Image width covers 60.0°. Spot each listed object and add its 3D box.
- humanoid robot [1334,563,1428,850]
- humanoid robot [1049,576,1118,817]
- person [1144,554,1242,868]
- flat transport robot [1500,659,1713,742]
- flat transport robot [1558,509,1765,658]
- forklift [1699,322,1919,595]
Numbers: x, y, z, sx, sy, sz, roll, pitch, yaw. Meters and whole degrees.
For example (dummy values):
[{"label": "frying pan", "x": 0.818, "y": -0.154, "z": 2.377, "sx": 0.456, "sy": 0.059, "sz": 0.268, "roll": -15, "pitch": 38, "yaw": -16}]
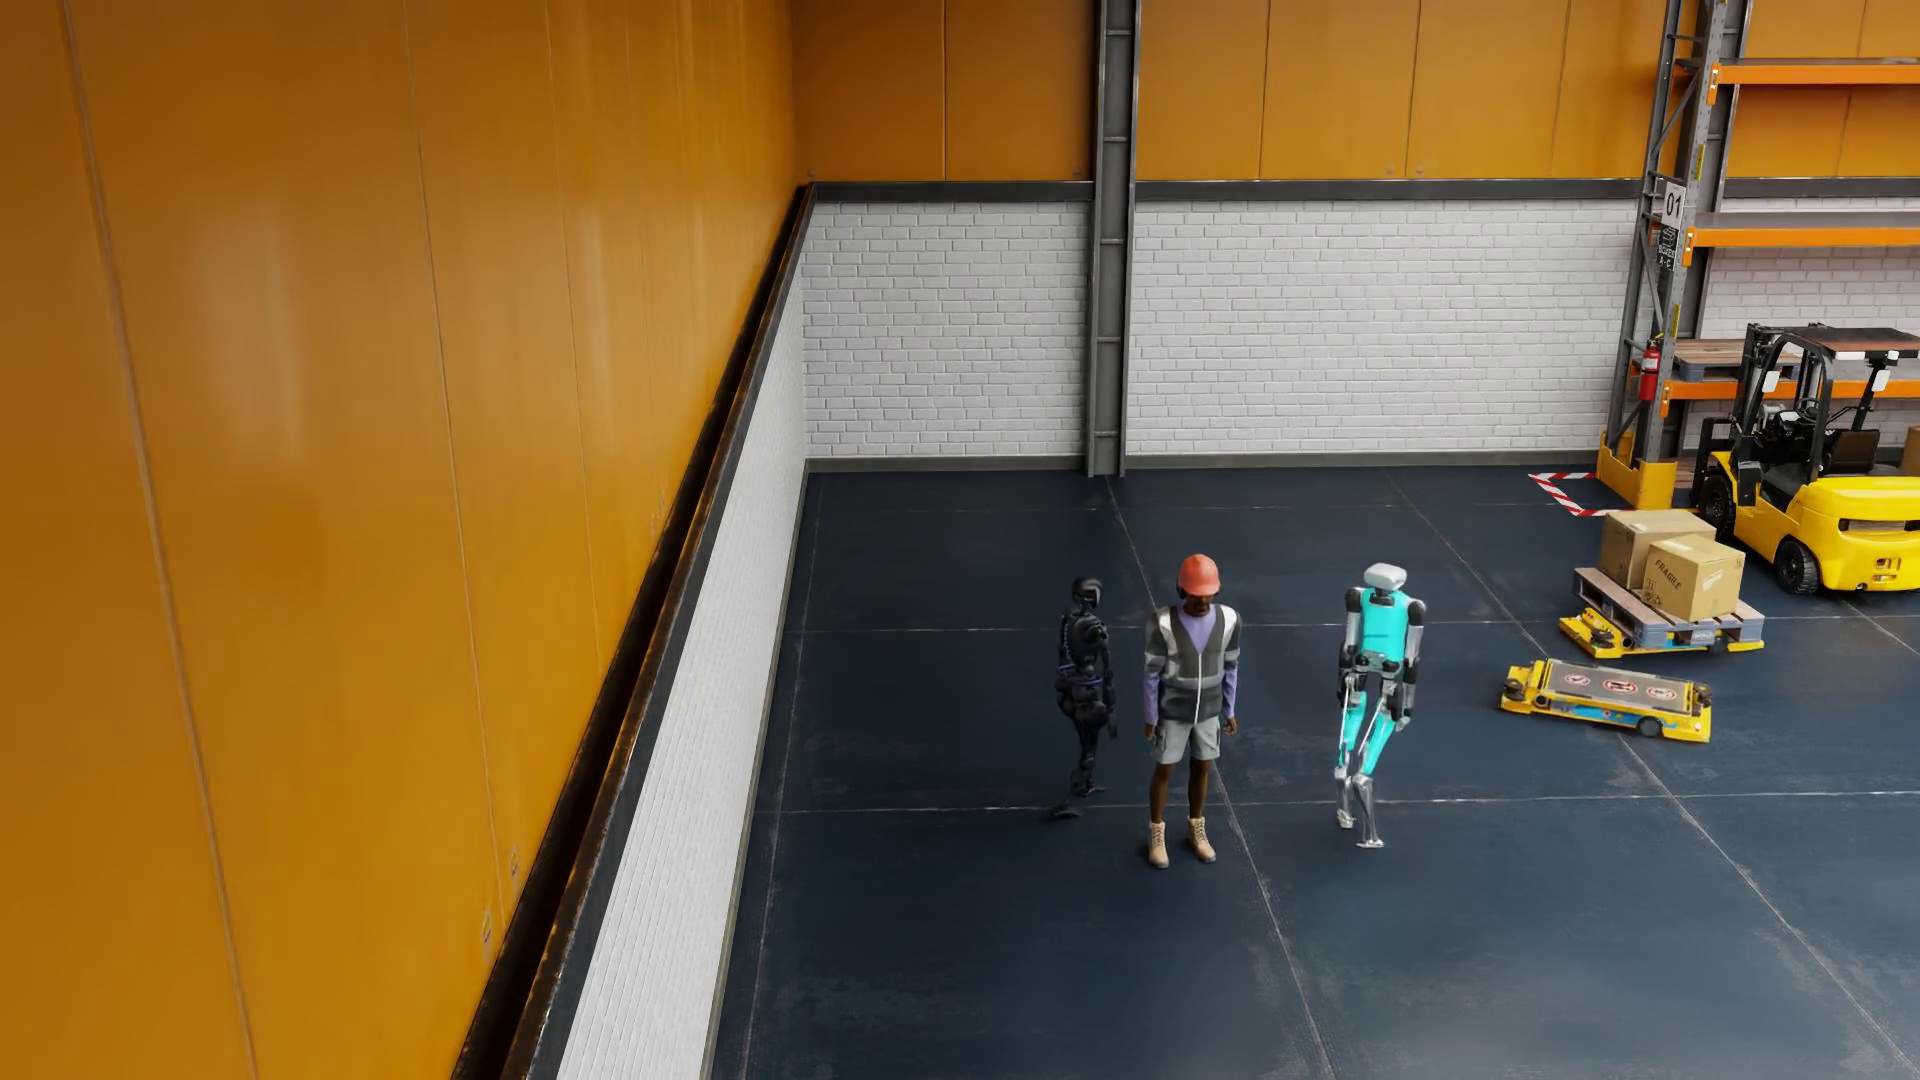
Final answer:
[{"label": "humanoid robot", "x": 2.537, "y": 1.089, "z": 10.493, "sx": 0.588, "sy": 1.783, "sz": 0.822, "roll": 15, "pitch": 25, "yaw": 36}, {"label": "humanoid robot", "x": 0.833, "y": 1.007, "z": 10.823, "sx": 0.615, "sy": 1.637, "sz": 0.611, "roll": -12, "pitch": 23, "yaw": -29}, {"label": "person", "x": 1.418, "y": 1.041, "z": 10.173, "sx": 0.607, "sy": 2.044, "sz": 0.391, "roll": -4, "pitch": 21, "yaw": -10}, {"label": "flat transport robot", "x": 4.807, "y": 1.176, "z": 12.365, "sx": 1.431, "sy": 0.231, "sz": 0.659, "roll": 9, "pitch": 22, "yaw": 22}, {"label": "flat transport robot", "x": 5.722, "y": 0.722, "z": 13.595, "sx": 1.431, "sy": 0.231, "sz": 0.659, "roll": -3, "pitch": 20, "yaw": -7}, {"label": "forklift", "x": 7.809, "y": -0.792, "z": 14.926, "sx": 1.214, "sy": 2.155, "sz": 2.313, "roll": -1, "pitch": 20, "yaw": -2}]
